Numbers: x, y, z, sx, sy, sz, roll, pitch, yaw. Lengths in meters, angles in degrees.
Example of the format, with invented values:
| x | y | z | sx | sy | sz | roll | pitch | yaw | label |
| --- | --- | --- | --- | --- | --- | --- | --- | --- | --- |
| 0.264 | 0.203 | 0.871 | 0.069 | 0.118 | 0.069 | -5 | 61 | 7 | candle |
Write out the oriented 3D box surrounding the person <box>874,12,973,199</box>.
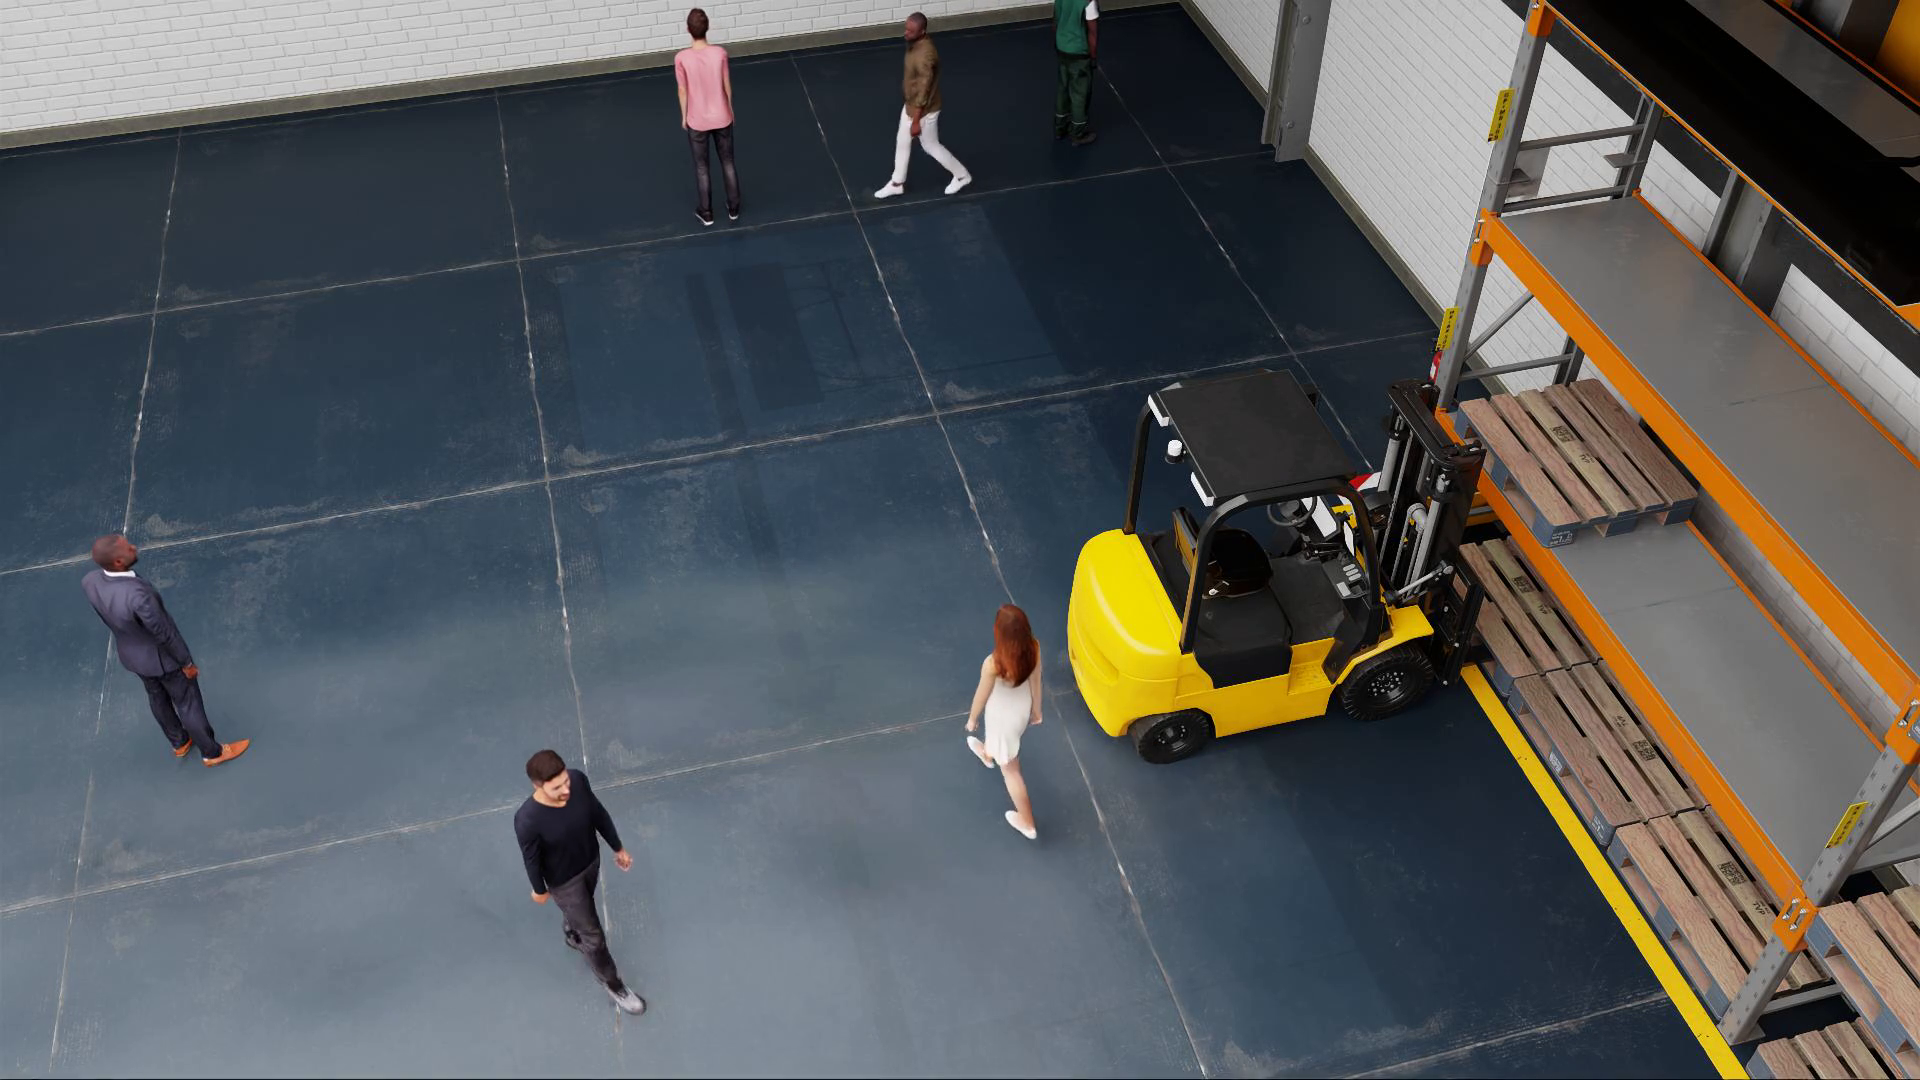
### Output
| x | y | z | sx | sy | sz | roll | pitch | yaw | label |
| --- | --- | --- | --- | --- | --- | --- | --- | --- | --- |
| -0.259 | -3.791 | 14.621 | 0.793 | 1.793 | 1.053 | -10 | 45 | -10 | person |

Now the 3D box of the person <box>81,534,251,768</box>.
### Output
| x | y | z | sx | sy | sz | roll | pitch | yaw | label |
| --- | --- | --- | --- | --- | --- | --- | --- | --- | --- |
| -4.797 | 0.670 | 9.917 | 0.778 | 1.824 | 0.827 | 20 | 47 | 20 | person |

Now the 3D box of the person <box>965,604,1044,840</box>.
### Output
| x | y | z | sx | sy | sz | roll | pitch | yaw | label |
| --- | --- | --- | --- | --- | --- | --- | --- | --- | --- |
| 0.316 | 1.064 | 9.614 | 0.836 | 1.671 | 1.150 | -26 | 50 | -25 | person |

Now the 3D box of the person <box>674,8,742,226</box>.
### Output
| x | y | z | sx | sy | sz | roll | pitch | yaw | label |
| --- | --- | --- | --- | --- | --- | --- | --- | --- | --- |
| -2.166 | -3.634 | 14.337 | 0.630 | 1.958 | 0.565 | -14 | 45 | -14 | person |

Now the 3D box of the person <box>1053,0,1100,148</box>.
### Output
| x | y | z | sx | sy | sz | roll | pitch | yaw | label |
| --- | --- | --- | --- | --- | --- | --- | --- | --- | --- |
| 1.067 | -4.536 | 15.371 | 0.833 | 1.837 | 0.698 | -32 | 52 | -29 | person |

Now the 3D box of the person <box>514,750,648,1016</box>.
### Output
| x | y | z | sx | sy | sz | roll | pitch | yaw | label |
| --- | --- | --- | --- | --- | --- | --- | --- | --- | --- |
| -2.128 | 1.690 | 8.829 | 1.042 | 1.846 | 0.982 | 21 | 48 | 21 | person |
